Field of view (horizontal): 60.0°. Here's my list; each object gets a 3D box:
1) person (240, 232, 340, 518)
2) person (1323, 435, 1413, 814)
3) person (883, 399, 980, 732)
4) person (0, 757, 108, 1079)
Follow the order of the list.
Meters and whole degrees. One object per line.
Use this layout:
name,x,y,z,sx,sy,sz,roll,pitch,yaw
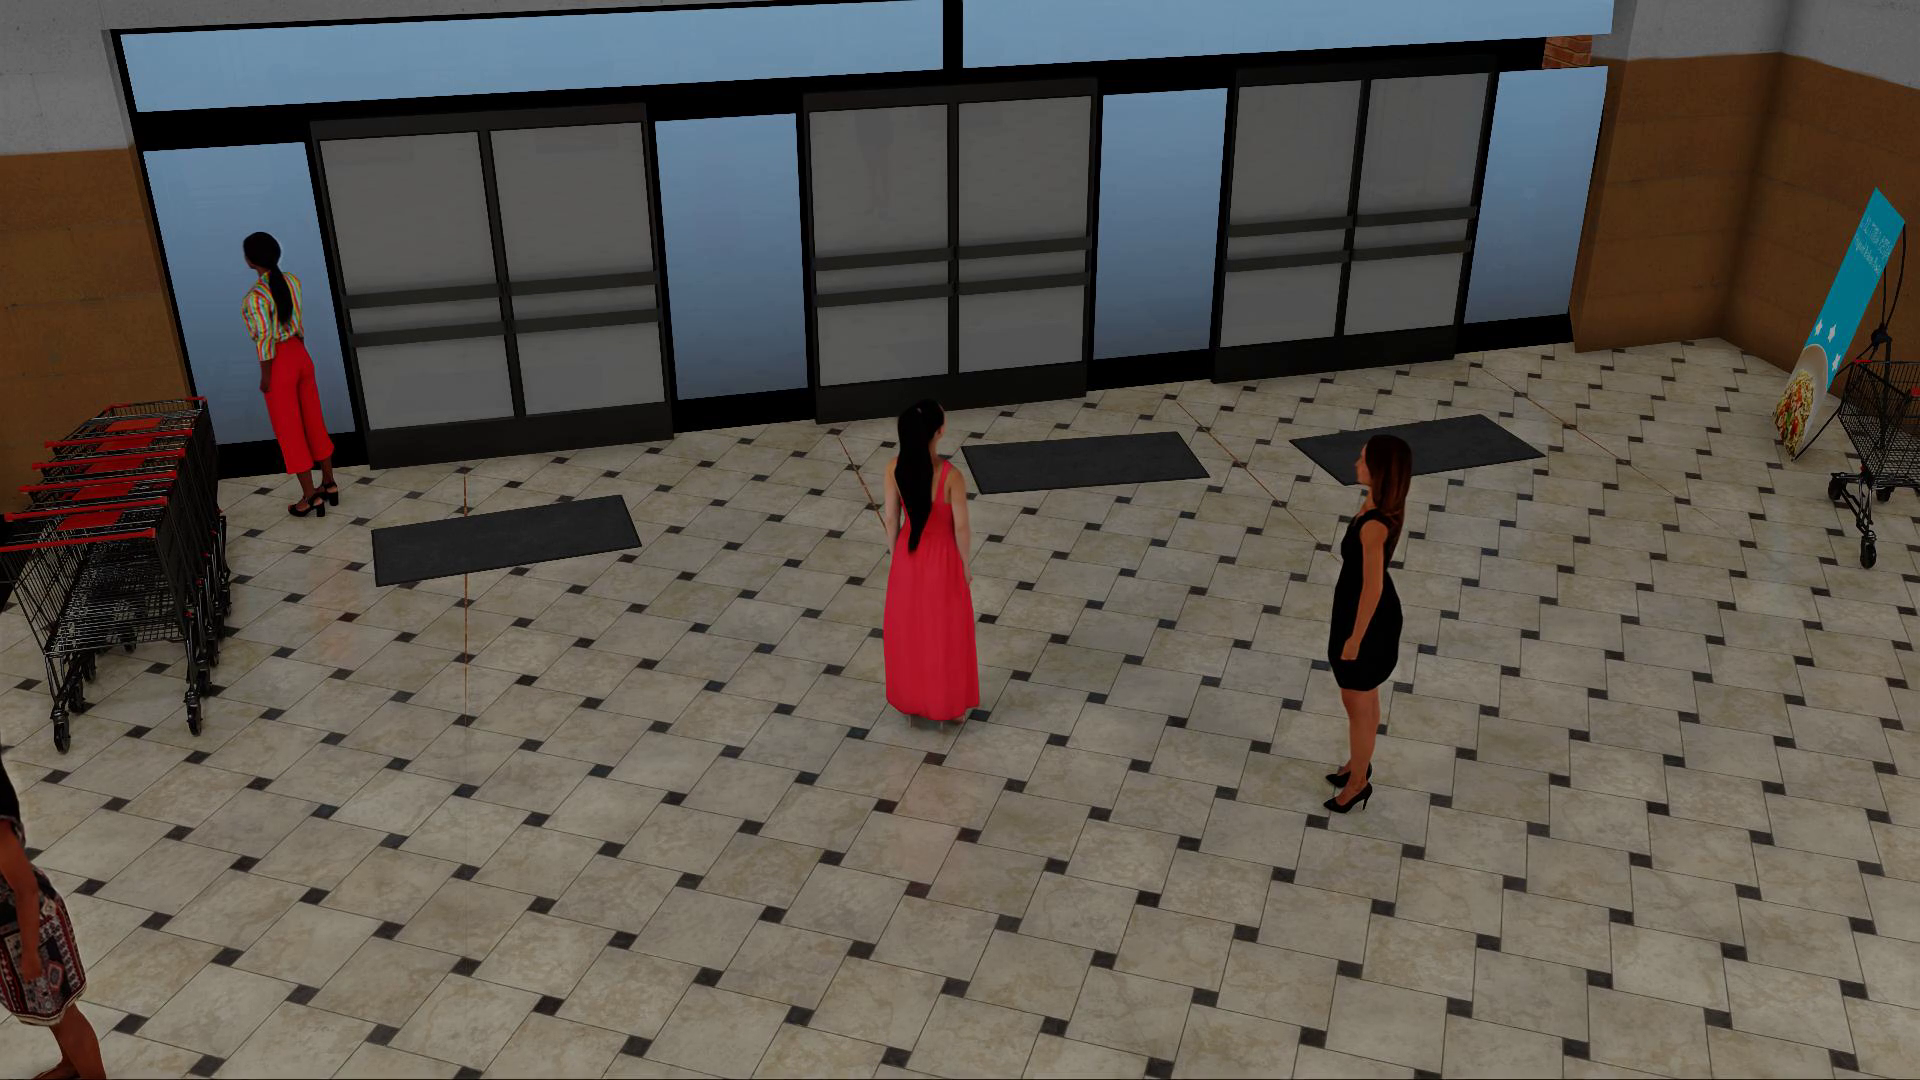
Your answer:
person,-4.079,-0.994,10.086,0.739,1.792,0.633,8,28,15
person,1.782,0.392,7.306,0.732,1.834,0.641,9,28,17
person,-0.155,0.136,7.929,0.718,1.727,0.759,11,29,21
person,-3.224,1.313,5.701,0.784,1.644,0.641,-23,35,-37
